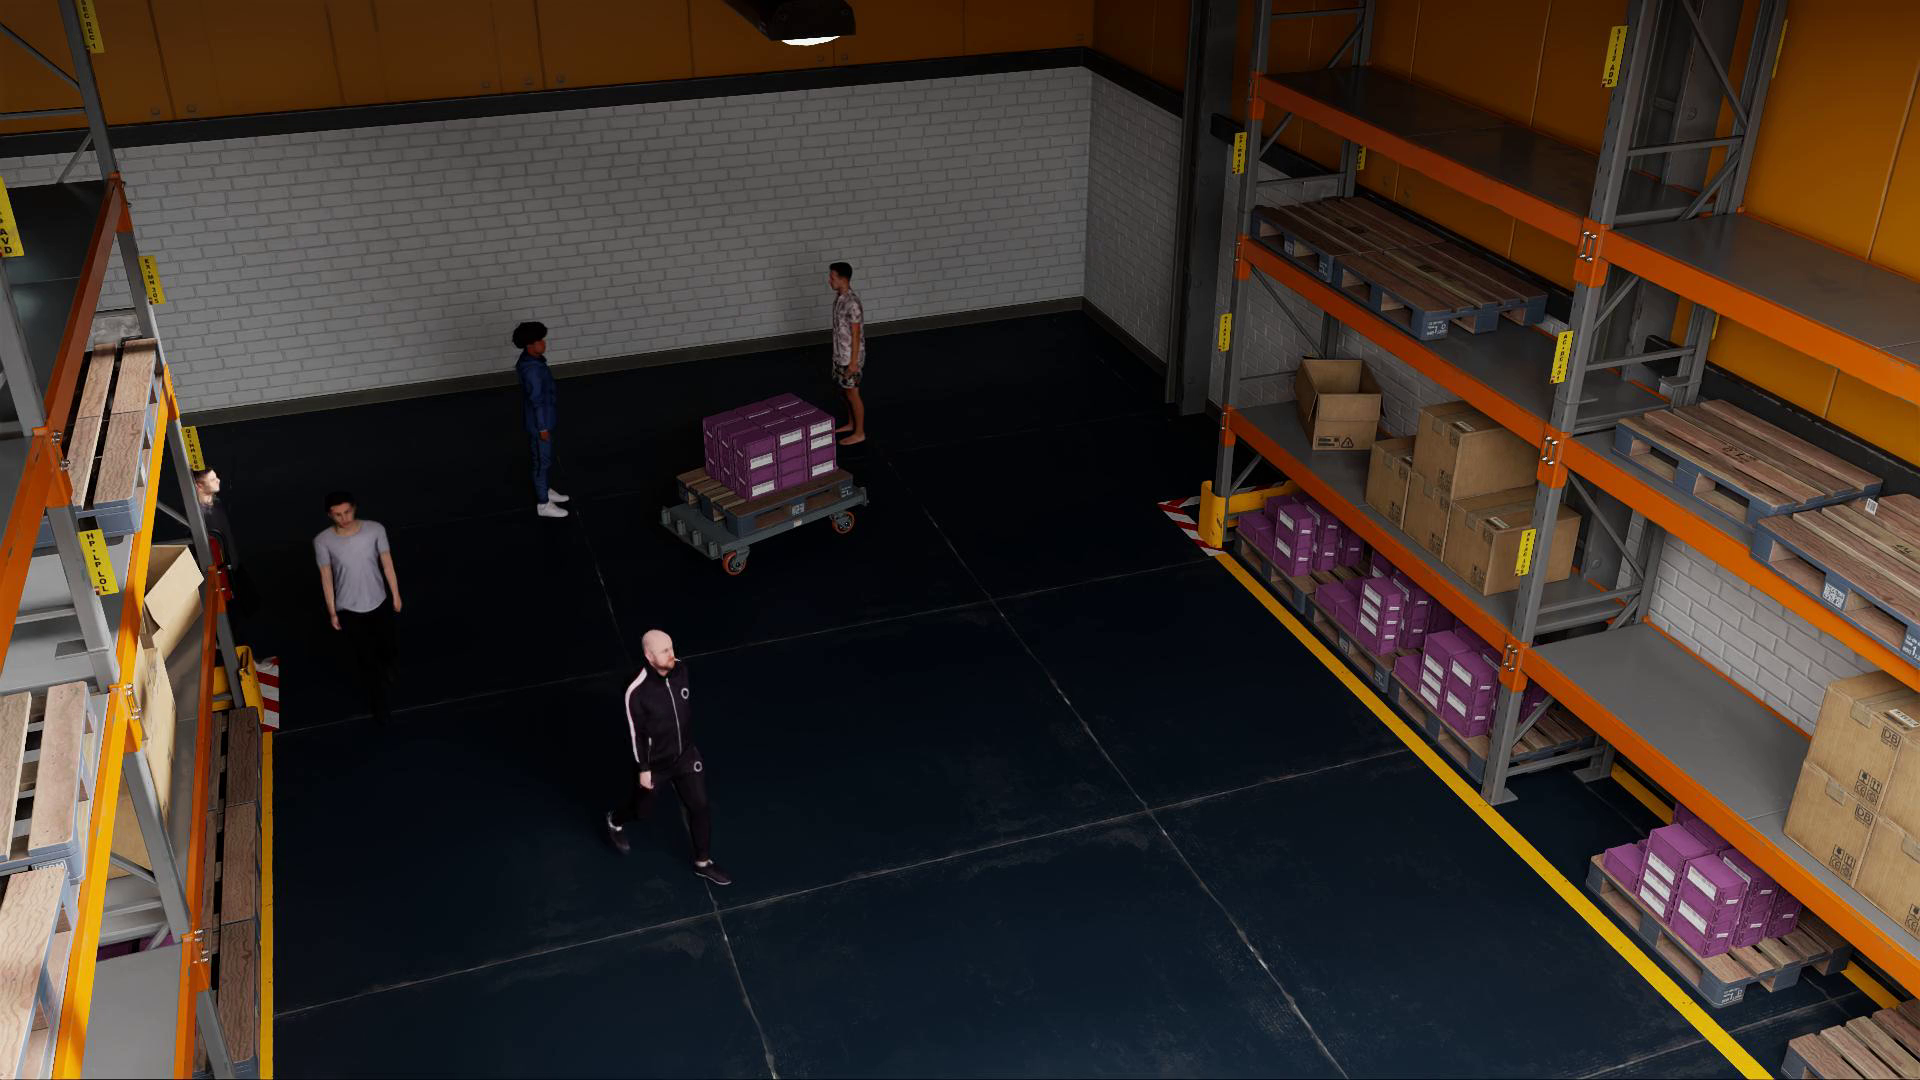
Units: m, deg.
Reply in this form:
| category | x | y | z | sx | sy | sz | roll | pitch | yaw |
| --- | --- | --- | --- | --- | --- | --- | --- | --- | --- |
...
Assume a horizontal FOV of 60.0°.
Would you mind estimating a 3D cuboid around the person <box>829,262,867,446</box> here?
| category | x | y | z | sx | sy | sz | roll | pitch | yaw |
| --- | --- | --- | --- | --- | --- | --- | --- | --- | --- |
| person | -1.074 | -1.840 | 16.234 | 0.728 | 1.811 | 0.506 | -11 | 30 | -19 |

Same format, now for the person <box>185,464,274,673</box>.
| category | x | y | z | sx | sy | sz | roll | pitch | yaw |
| --- | --- | --- | --- | --- | --- | --- | --- | --- | --- |
| person | -5.620 | 0.237 | 12.487 | 0.777 | 1.753 | 0.717 | -2 | 29 | -4 |

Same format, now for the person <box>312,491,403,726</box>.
| category | x | y | z | sx | sy | sz | roll | pitch | yaw |
| --- | --- | --- | --- | --- | --- | --- | --- | --- | --- |
| person | -4.337 | 0.436 | 12.026 | 0.723 | 1.844 | 0.883 | -15 | 32 | -25 |

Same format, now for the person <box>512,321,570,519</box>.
| category | x | y | z | sx | sy | sz | roll | pitch | yaw |
| --- | --- | --- | --- | --- | --- | --- | --- | --- | --- |
| person | -3.758 | -1.097 | 14.874 | 0.775 | 1.808 | 0.555 | -5 | 29 | -8 |

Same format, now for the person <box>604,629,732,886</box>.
| category | x | y | z | sx | sy | sz | roll | pitch | yaw |
| --- | --- | --- | --- | --- | --- | --- | --- | --- | --- |
| person | -1.932 | 1.345 | 10.407 | 1.286 | 1.799 | 1.055 | 22 | 36 | 35 |
